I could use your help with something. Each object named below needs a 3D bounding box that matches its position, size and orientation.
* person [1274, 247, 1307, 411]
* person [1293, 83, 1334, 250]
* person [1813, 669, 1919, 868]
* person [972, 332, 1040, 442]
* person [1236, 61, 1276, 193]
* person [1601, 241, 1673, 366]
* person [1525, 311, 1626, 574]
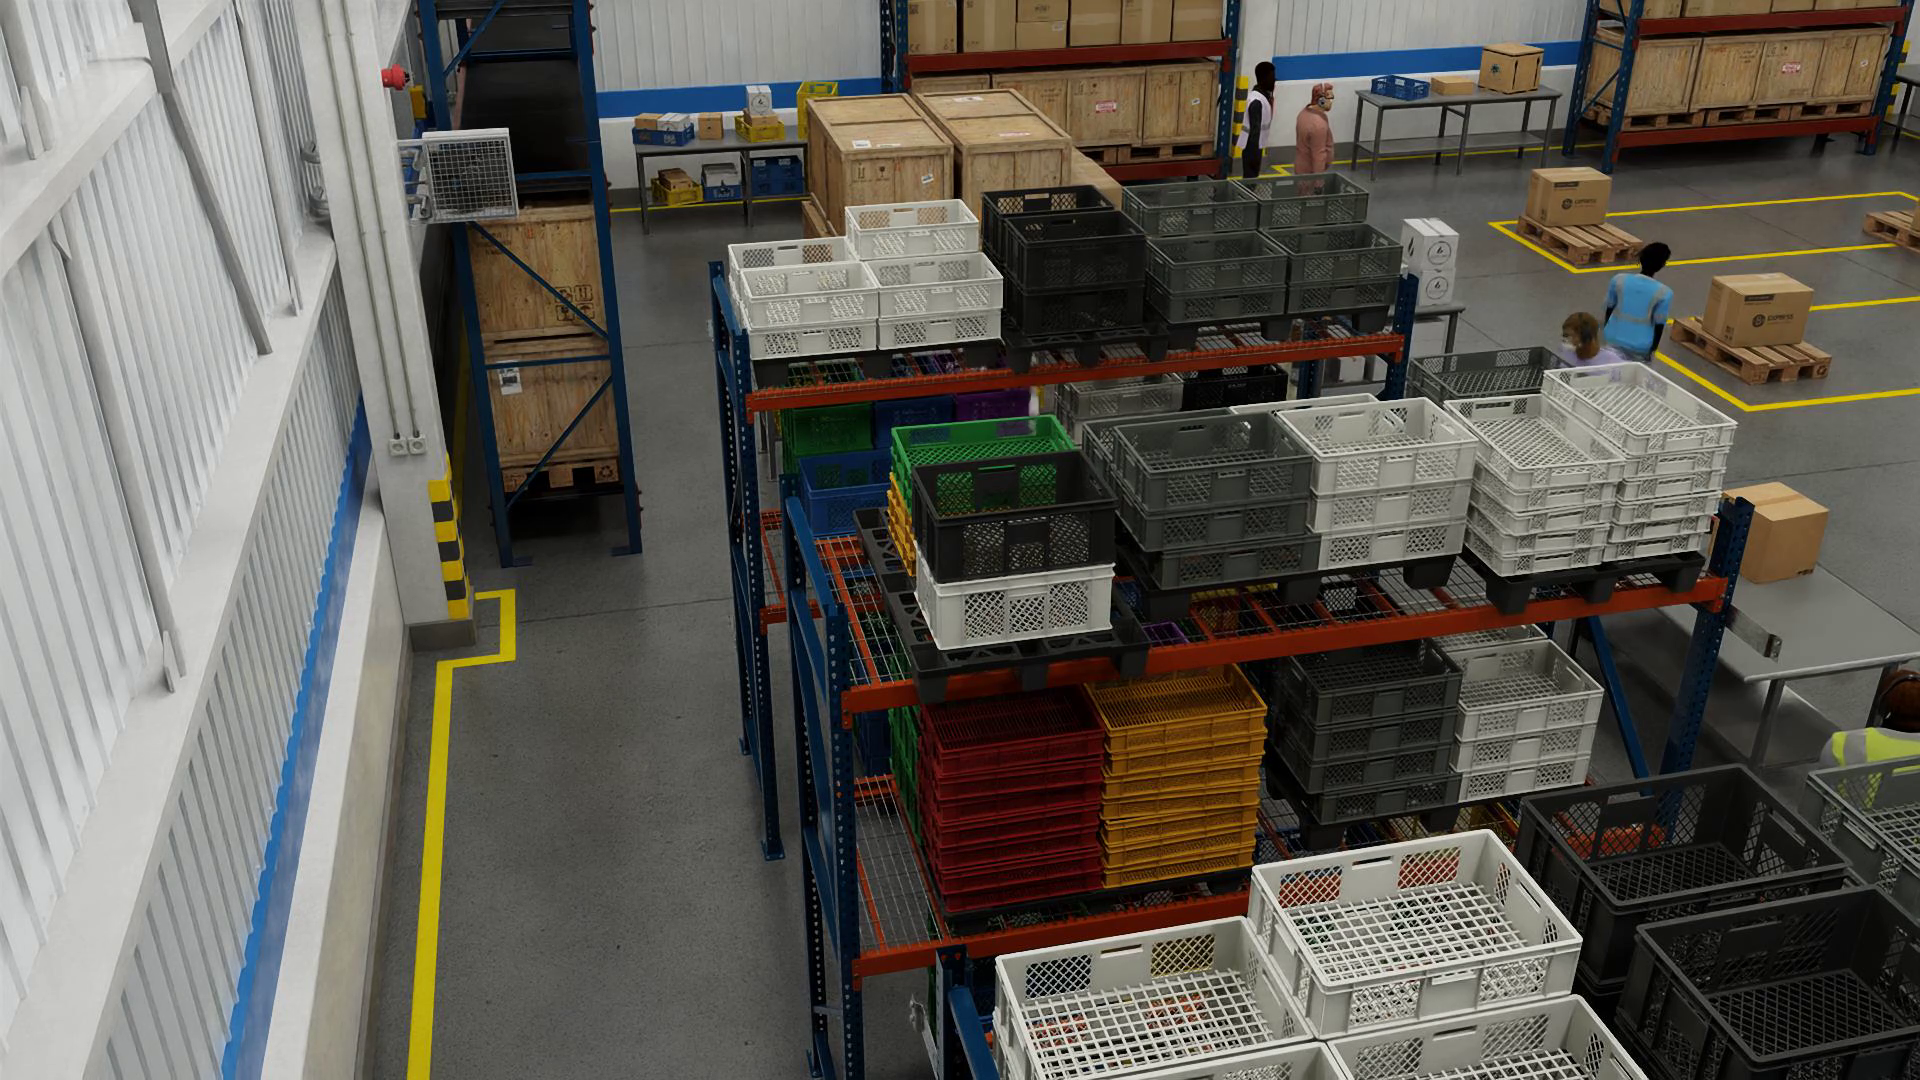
[{"bbox_3d":[2.627,-1.454,13.089,0.322,1.862,0.510,2,28,3],"label":"person"},{"bbox_3d":[3.755,-3.900,17.690,0.402,1.901,0.647,-2,28,-4],"label":"person"},{"bbox_3d":[4.167,1.419,7.668,0.629,1.834,0.430,5,28,10],"label":"person"},{"bbox_3d":[0.332,-0.882,12.006,0.723,1.844,0.600,-12,30,-22],"label":"person"},{"bbox_3d":[3.280,-4.362,18.538,0.399,1.920,0.590,6,28,11],"label":"person"},{"bbox_3d":[5.478,-1.615,13.640,0.531,1.672,0.868,16,32,28],"label":"person"},{"bbox_3d":[4.282,-0.649,11.539,0.752,1.882,0.708,-10,29,-18],"label":"person"}]
